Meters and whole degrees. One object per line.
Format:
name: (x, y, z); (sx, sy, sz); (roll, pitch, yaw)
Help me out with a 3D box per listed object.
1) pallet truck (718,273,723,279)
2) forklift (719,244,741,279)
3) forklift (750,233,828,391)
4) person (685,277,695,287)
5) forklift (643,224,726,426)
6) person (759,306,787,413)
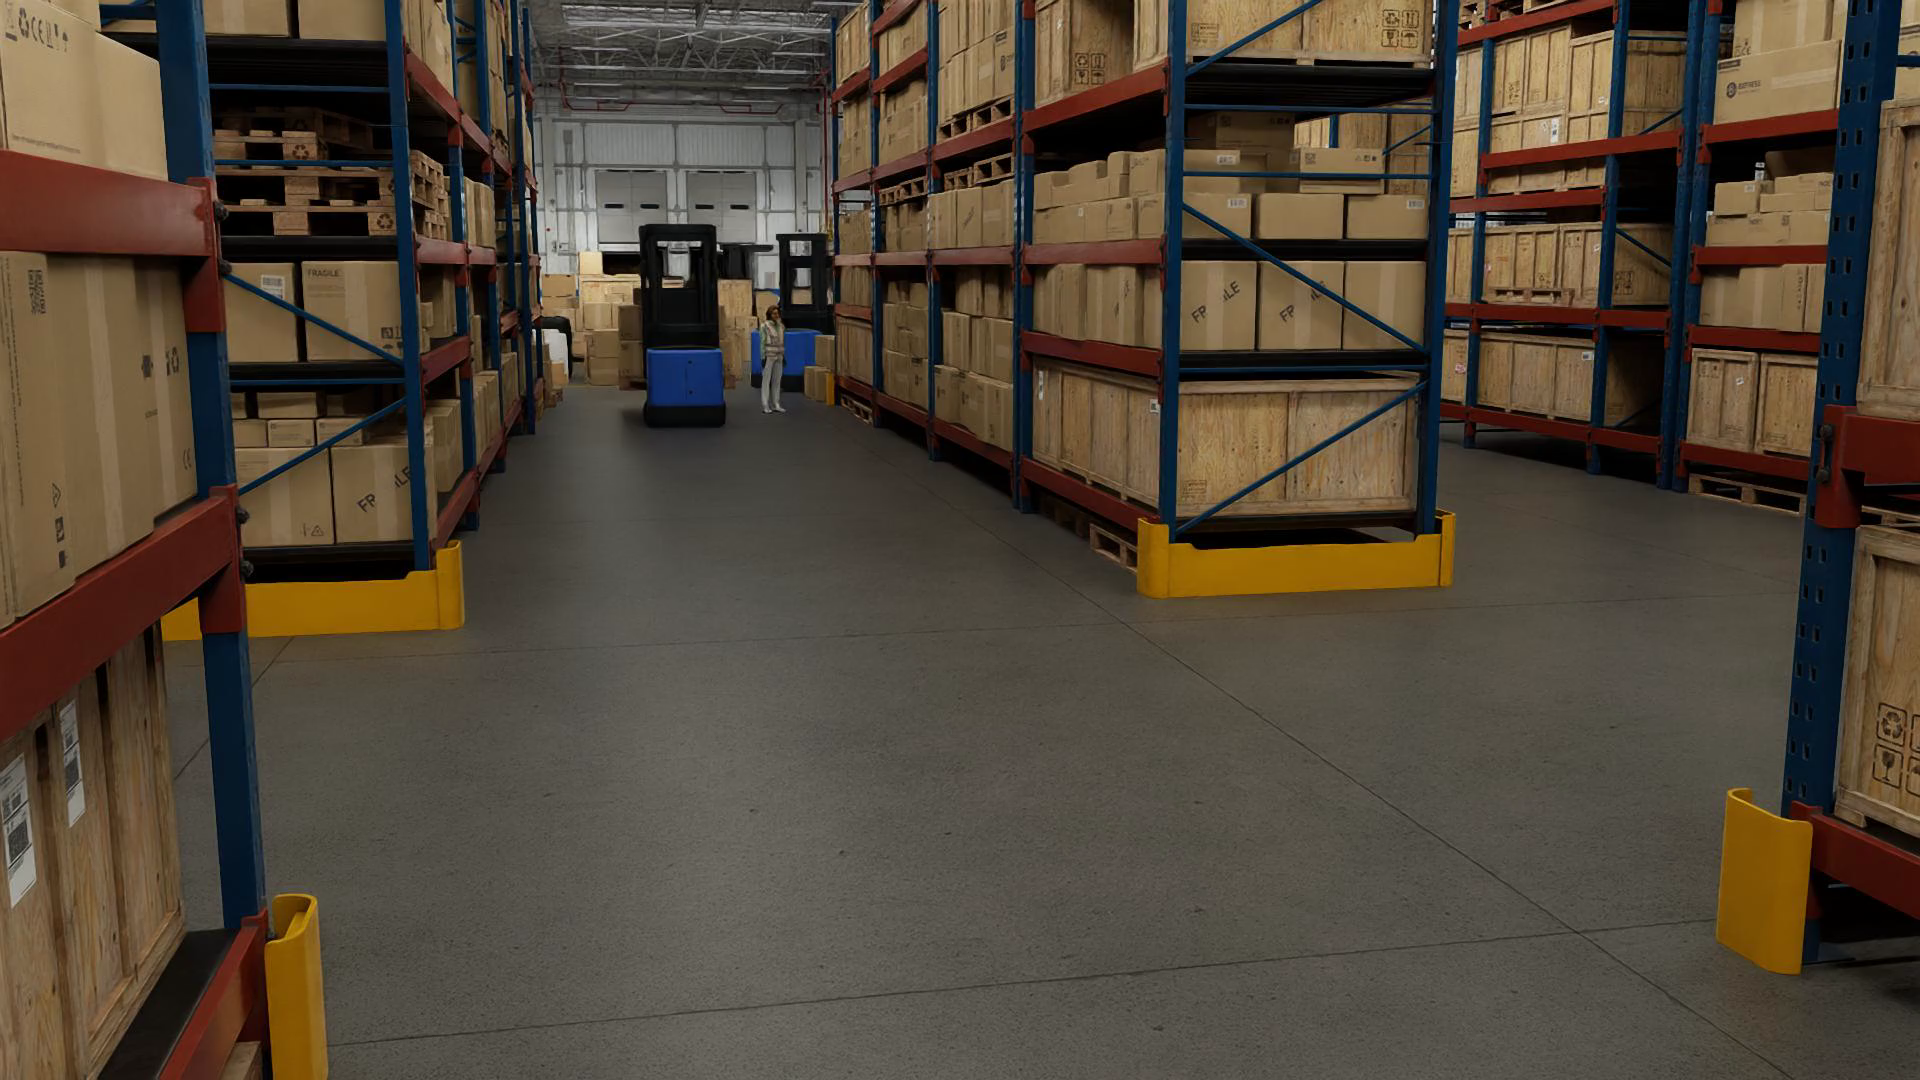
pallet truck: (-8.580, -8.986, 62.280); (1.885, 1.965, 0.823); (1, 9, 5)
forklift: (-6.091, -6.487, 44.366); (1.873, 2.768, 1.129); (-3, 10, -20)
forklift: (-2.861, -4.159, 30.173); (1.129, 2.768, 1.873); (6, 11, 32)
person: (-8.125, -7.007, 50.487); (0.509, 1.932, 0.669); (-9, 13, -43)
forklift: (-3.951, -3.080, 23.599); (1.129, 2.768, 1.873); (-2, 10, -12)
person: (-2.854, -2.754, 25.385); (0.310, 1.638, 0.522); (7, 12, 38)
